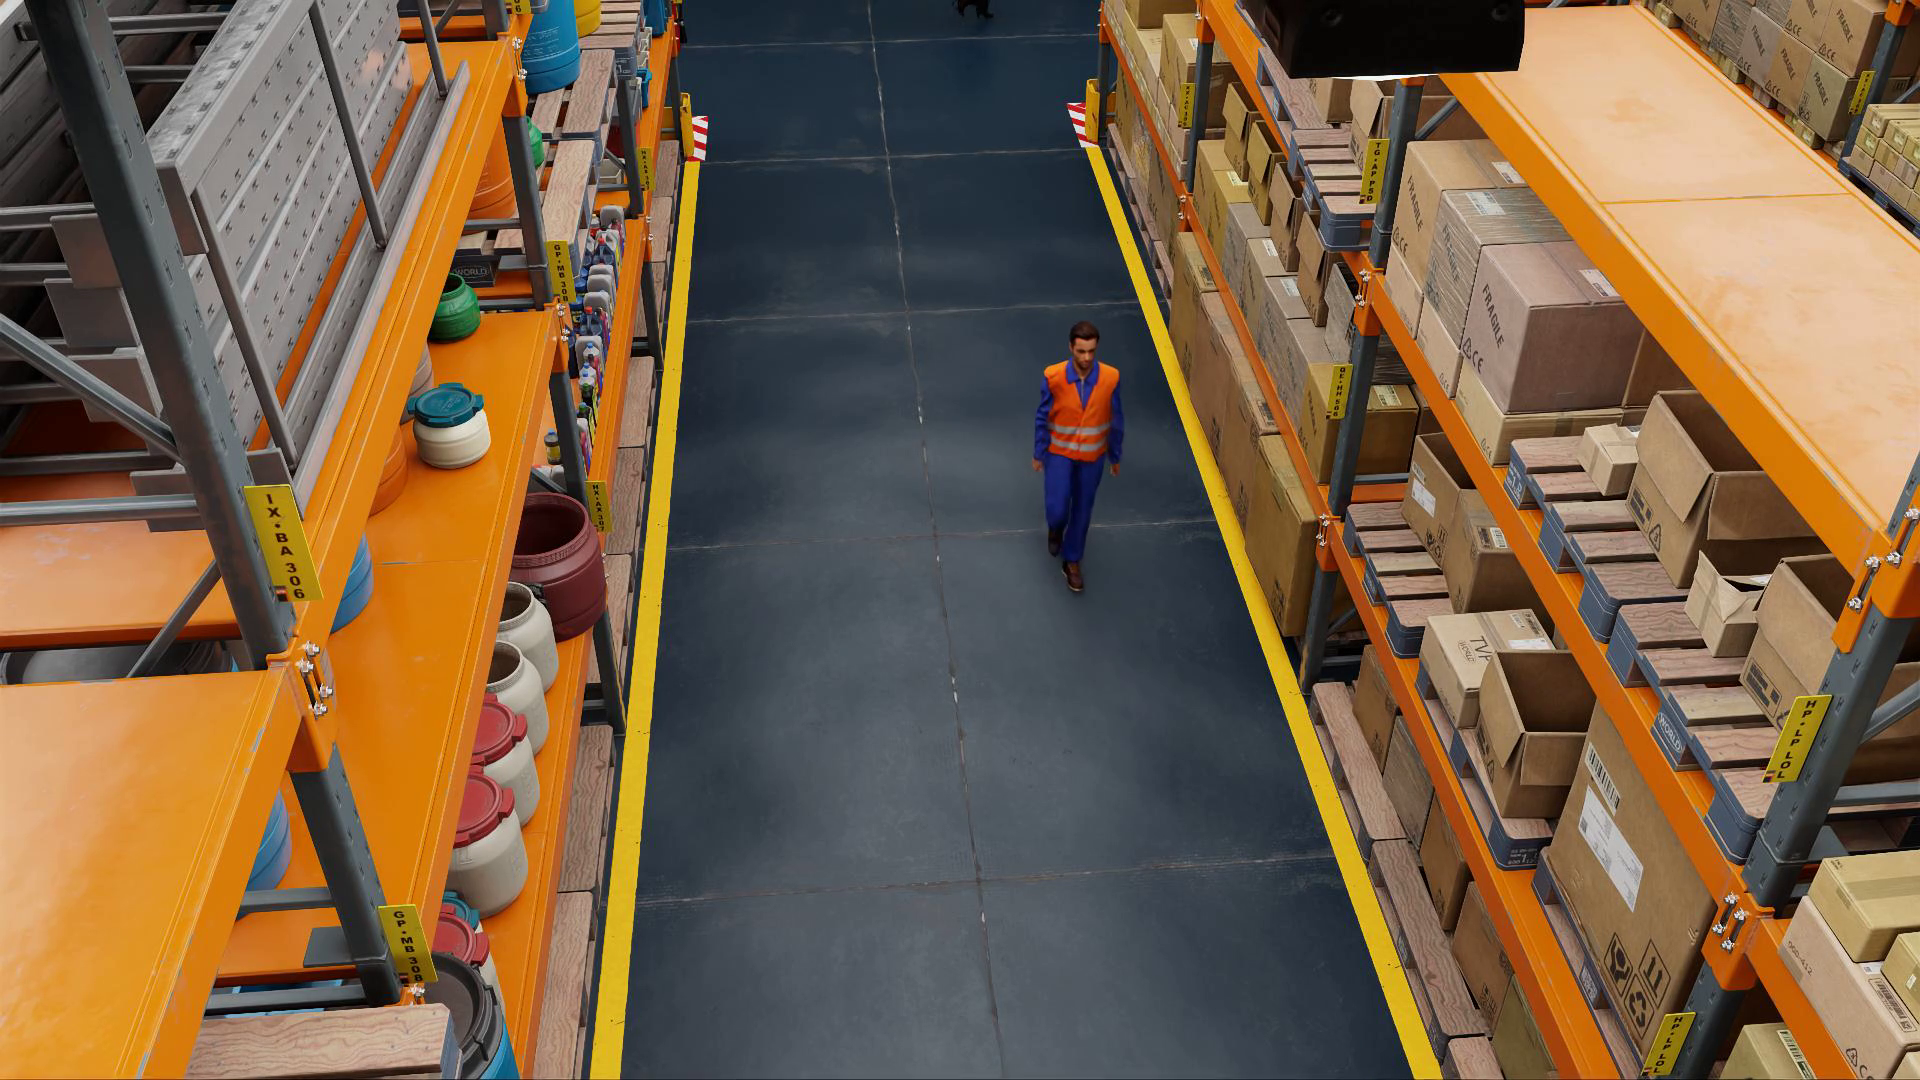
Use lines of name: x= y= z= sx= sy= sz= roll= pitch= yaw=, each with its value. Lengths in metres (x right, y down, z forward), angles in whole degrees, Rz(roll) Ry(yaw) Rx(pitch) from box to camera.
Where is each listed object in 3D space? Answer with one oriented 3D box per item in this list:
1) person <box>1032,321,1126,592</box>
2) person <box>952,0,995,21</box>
person: x=0.698 y=-0.563 z=10.223 sx=0.717 sy=1.856 sz=0.773 roll=-5 pitch=37 yaw=-6
person: x=0.163 y=-6.491 z=18.111 sx=0.829 sy=1.745 sz=0.810 roll=-13 pitch=39 yaw=-16
